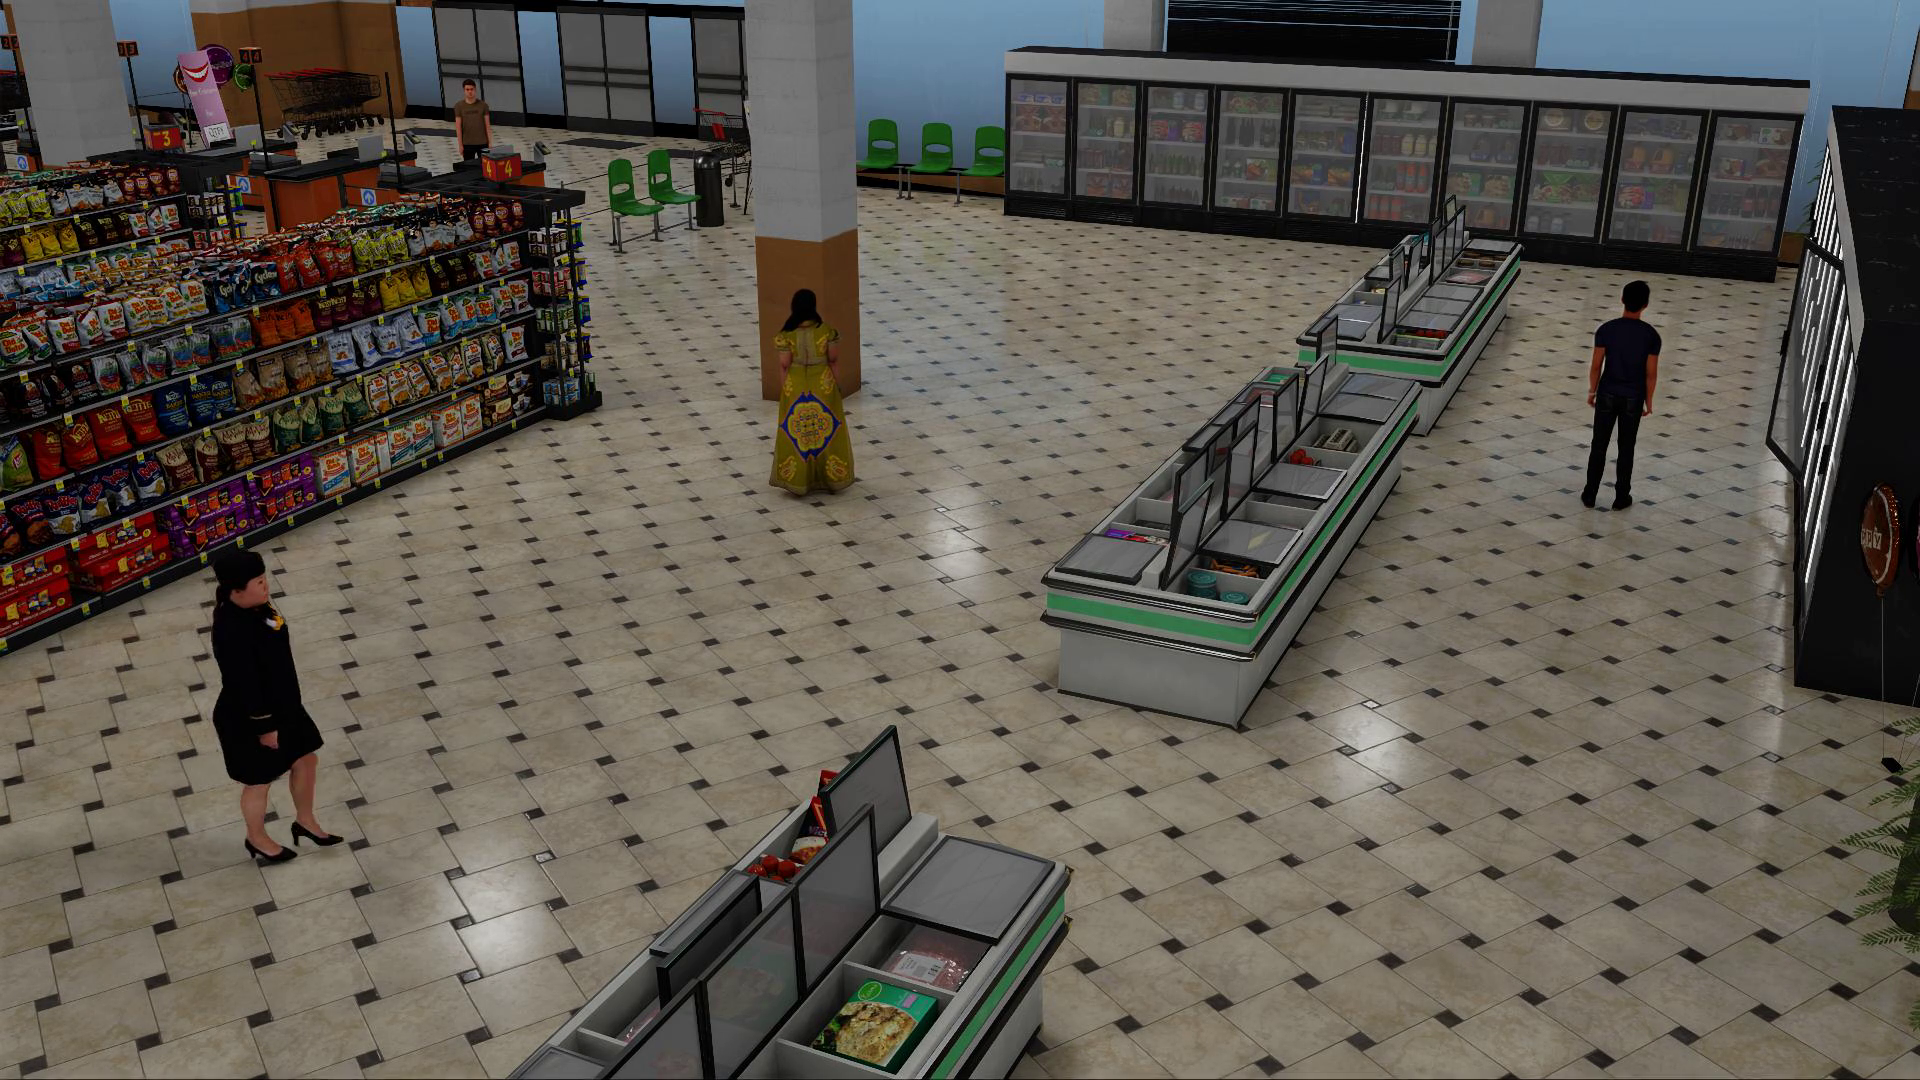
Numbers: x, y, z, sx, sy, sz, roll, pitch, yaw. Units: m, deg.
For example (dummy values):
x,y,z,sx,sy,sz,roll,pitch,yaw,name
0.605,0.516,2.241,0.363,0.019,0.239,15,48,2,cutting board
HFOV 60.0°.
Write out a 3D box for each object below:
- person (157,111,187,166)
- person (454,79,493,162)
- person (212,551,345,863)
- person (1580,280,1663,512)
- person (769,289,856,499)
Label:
x,y,z,sx,sy,sz,roll,pitch,yaw,name
-10.169,-4.647,21.581,0.629,1.795,0.523,9,24,22,person
-7.122,-5.819,24.423,0.729,1.852,0.805,-9,24,-22,person
-3.484,0.846,8.096,0.922,1.657,0.821,-1,22,-3,person
5.067,-1.103,12.766,0.631,1.793,0.507,10,24,23,person
-1.182,-1.152,13.068,1.005,1.657,1.031,-4,22,-11,person
